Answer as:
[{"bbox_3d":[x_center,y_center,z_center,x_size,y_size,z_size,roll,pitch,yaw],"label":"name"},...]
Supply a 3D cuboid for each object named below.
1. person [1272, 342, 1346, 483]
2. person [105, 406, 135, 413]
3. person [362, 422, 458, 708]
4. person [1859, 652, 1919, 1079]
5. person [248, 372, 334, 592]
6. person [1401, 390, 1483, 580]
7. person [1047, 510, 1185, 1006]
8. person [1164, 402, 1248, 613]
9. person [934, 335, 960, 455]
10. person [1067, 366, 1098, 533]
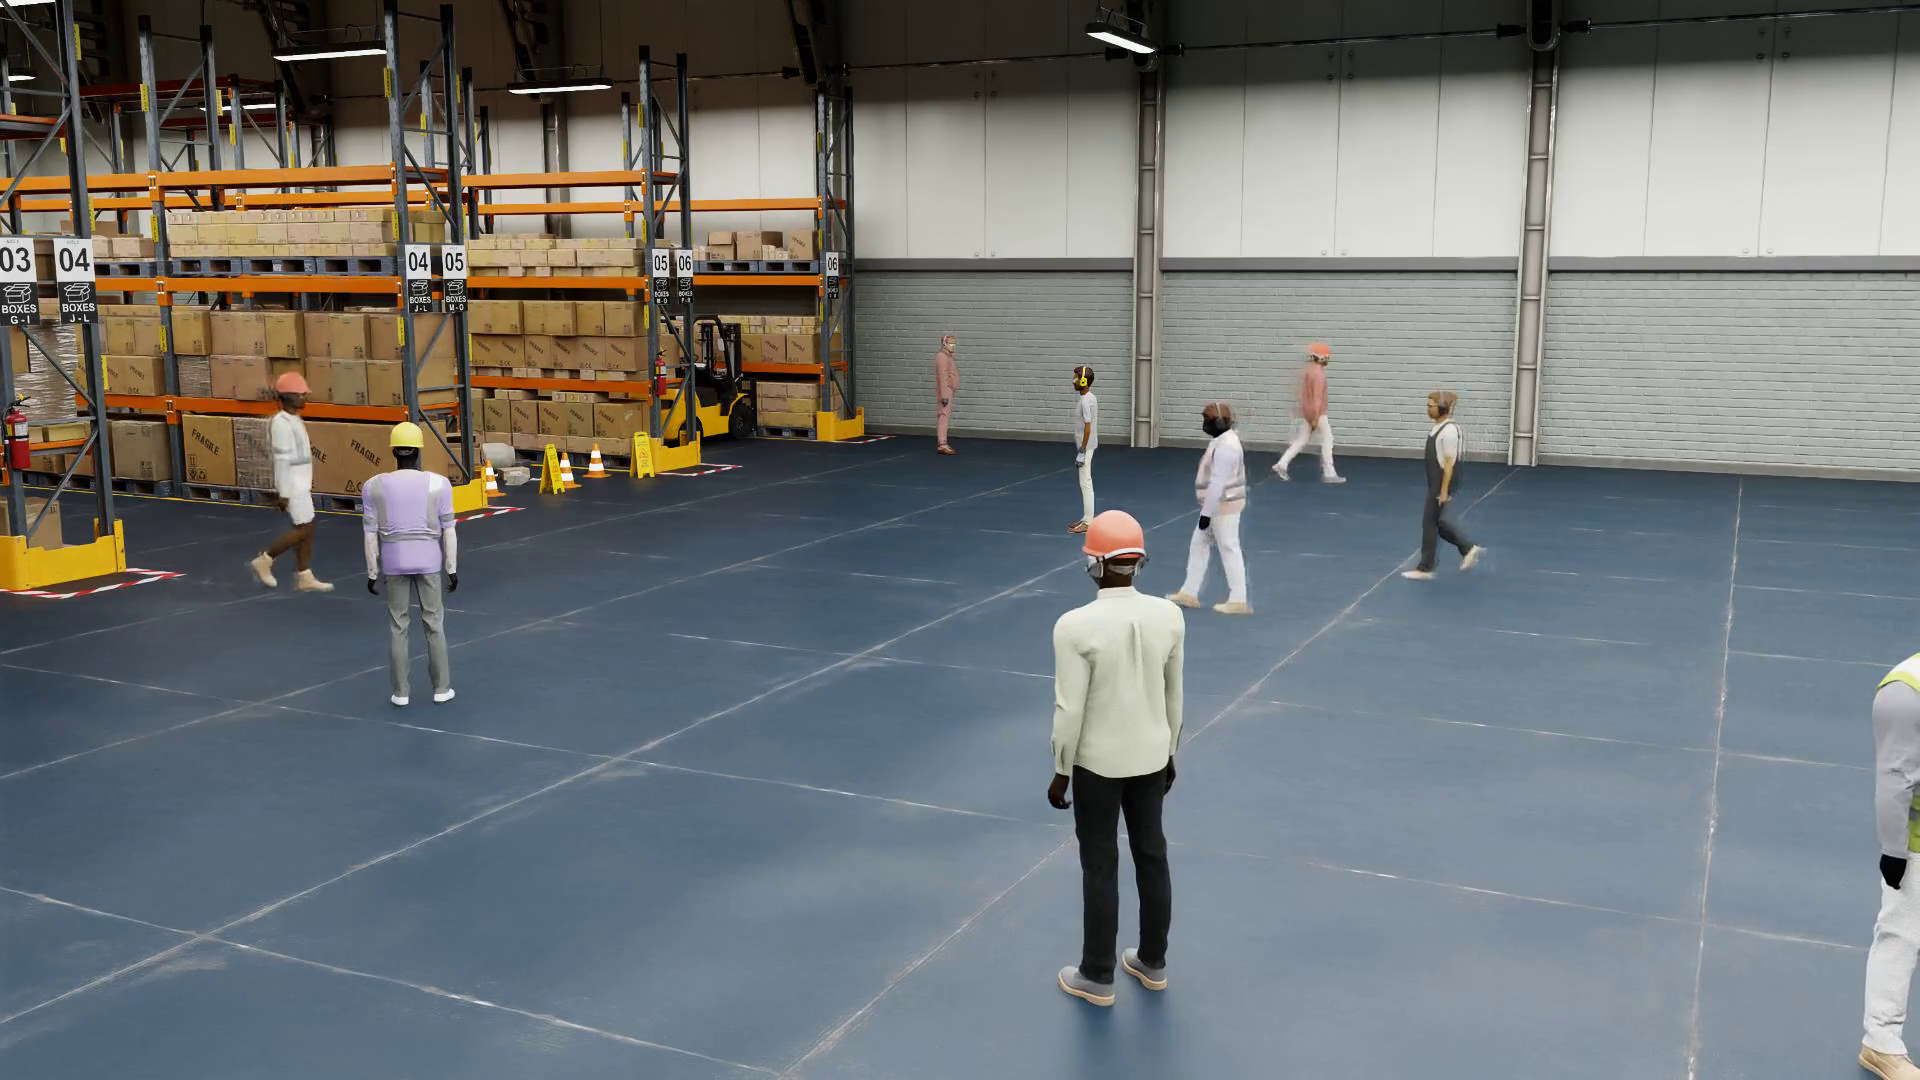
[{"bbox_3d":[4.827,-1.753,22.939,0.955,1.961,0.614,-1,9,-7],"label":"person"},{"bbox_3d":[-12.481,-2.023,24.631,0.375,1.935,0.551,5,10,28],"label":"person"},{"bbox_3d":[-3.704,0.167,11.236,0.594,1.924,0.383,-3,10,-17],"label":"person"},{"bbox_3d":[3.562,1.070,5.996,0.628,1.836,0.429,-3,10,-19],"label":"person"},{"bbox_3d":[-6.082,-0.504,15.053,0.602,2.027,0.610,-2,10,-13],"label":"person"},{"bbox_3d":[4.588,-0.512,15.726,0.676,1.826,0.510,1,9,4],"label":"person"},{"bbox_3d":[0.620,0.872,6.706,0.612,1.995,0.393,-5,10,-28],"label":"person"},{"bbox_3d":[2.103,-0.268,14.238,0.834,1.808,0.647,1,9,7],"label":"person"},{"bbox_3d":[-0.202,-2.323,26.577,0.400,1.905,0.643,1,9,4],"label":"person"},{"bbox_3d":[1.375,-1.011,18.634,0.328,1.872,0.513,1,9,7],"label":"person"}]
